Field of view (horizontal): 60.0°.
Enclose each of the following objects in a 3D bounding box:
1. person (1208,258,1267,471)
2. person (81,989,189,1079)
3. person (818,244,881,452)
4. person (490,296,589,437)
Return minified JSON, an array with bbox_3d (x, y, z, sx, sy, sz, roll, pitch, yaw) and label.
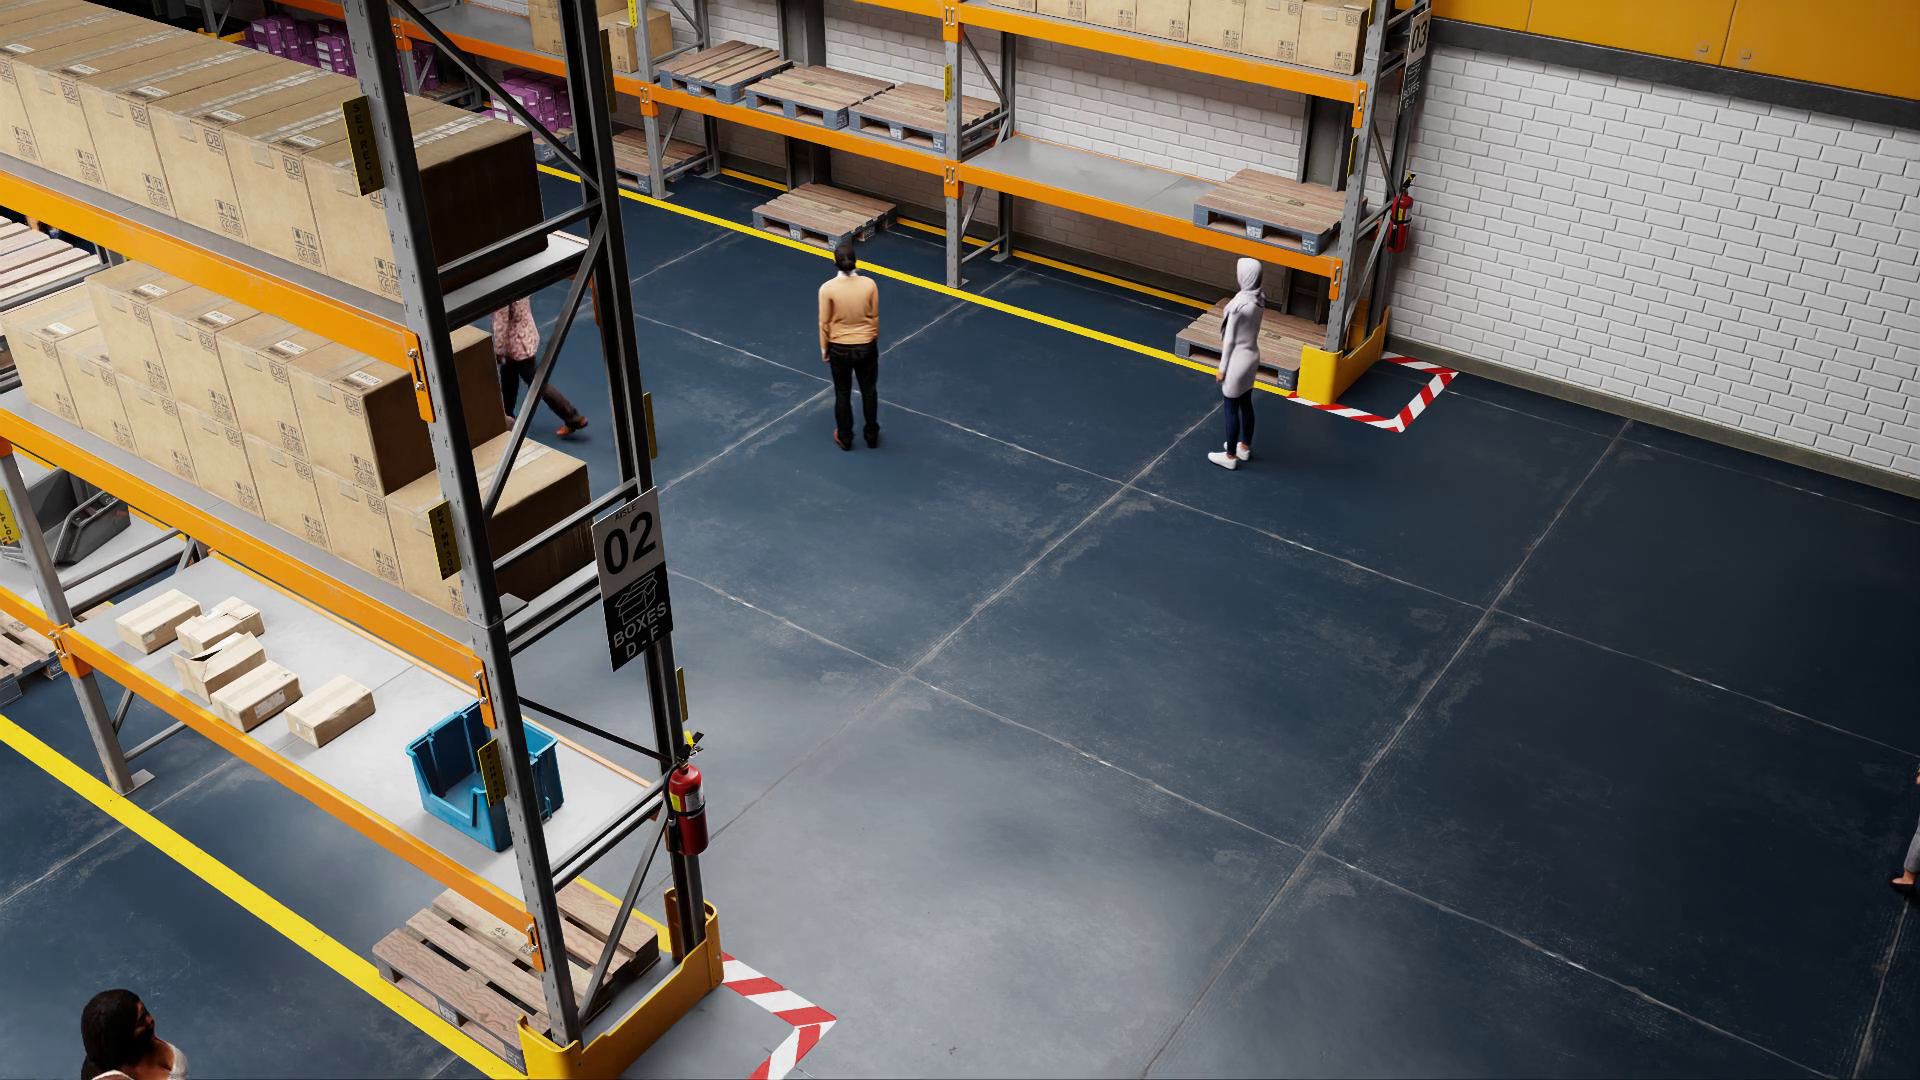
[{"bbox_3d":[2.241,-1.398,13.223,0.548,1.775,0.618,25,41,32],"label":"person"},{"bbox_3d":[-3.562,2.615,7.170,0.878,1.794,0.821,-2,34,-4],"label":"person"},{"bbox_3d":[-0.872,-1.554,13.484,0.732,1.747,0.784,-6,34,-10],"label":"person"},{"bbox_3d":[-3.500,-1.608,13.539,1.321,1.776,1.149,1,34,1],"label":"person"}]
